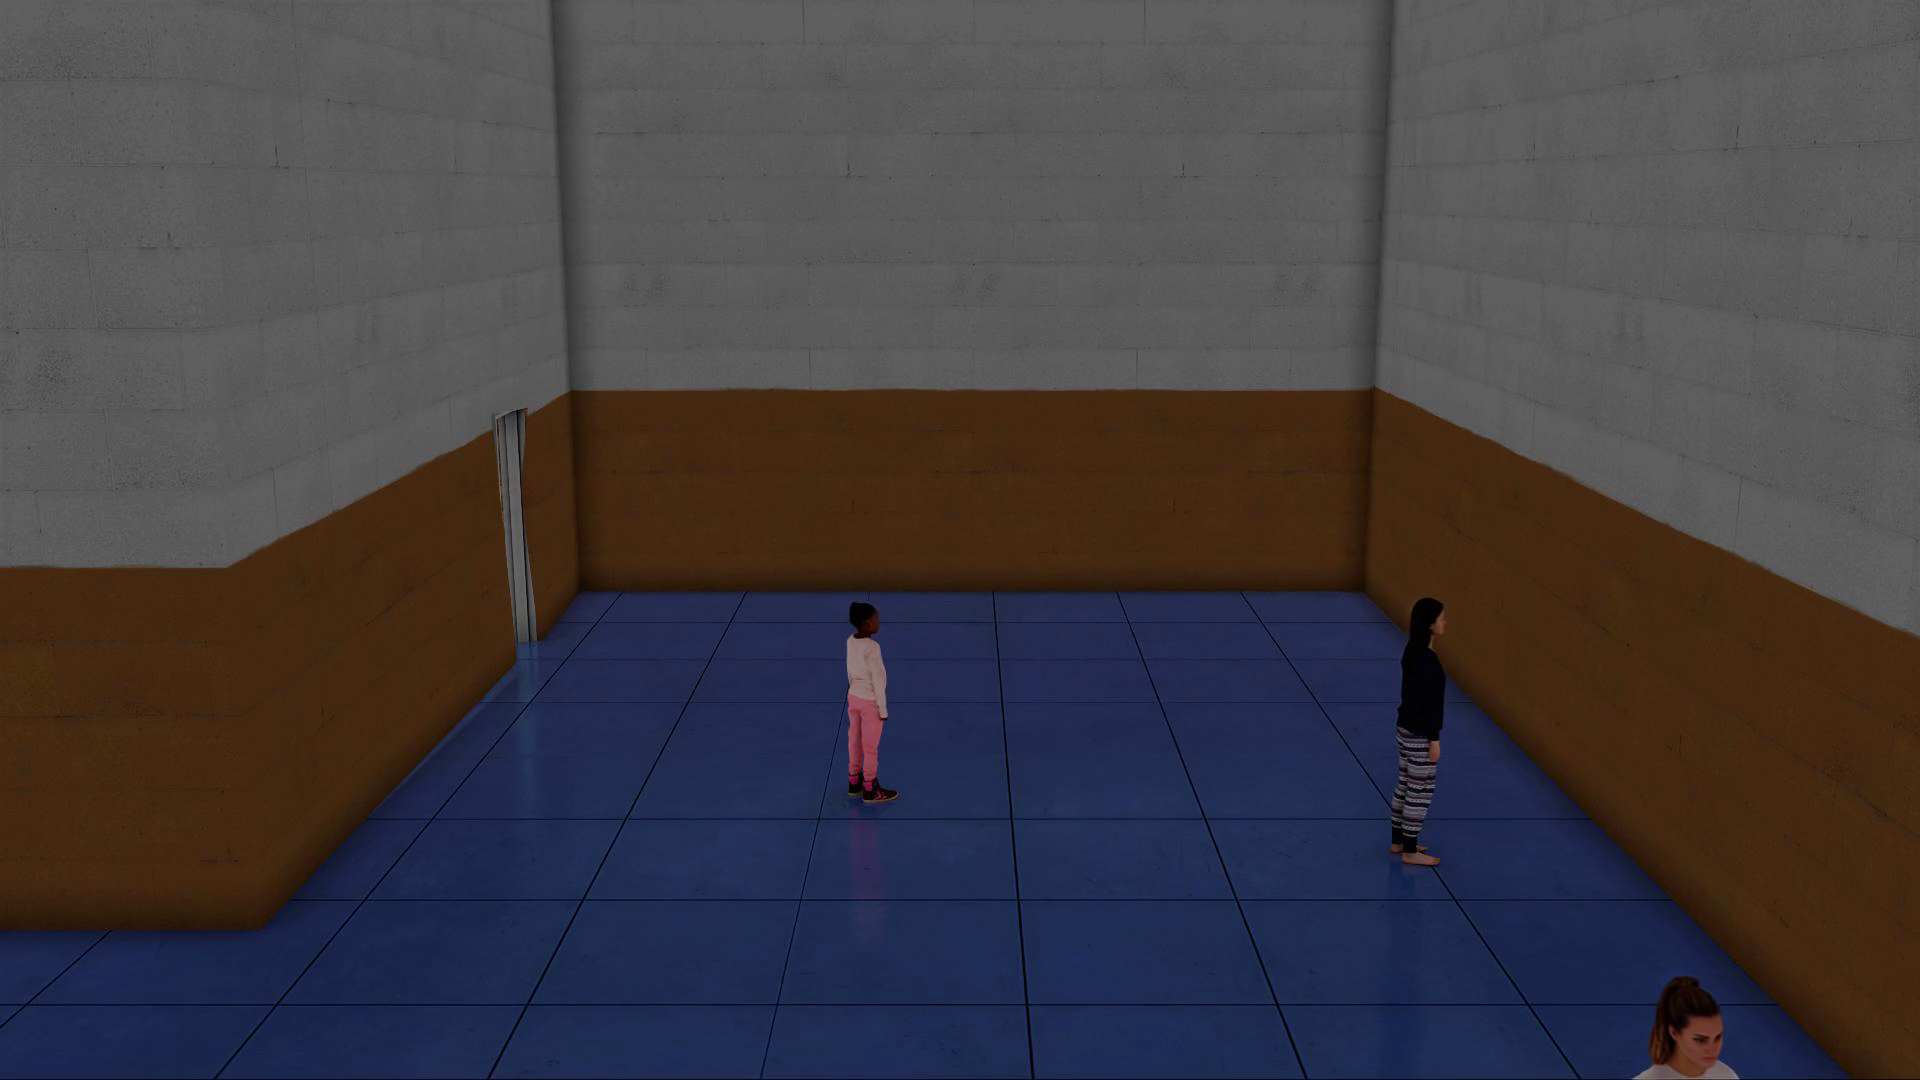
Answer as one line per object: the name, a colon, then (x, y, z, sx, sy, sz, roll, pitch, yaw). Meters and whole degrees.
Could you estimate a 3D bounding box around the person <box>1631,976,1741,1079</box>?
person: (2.379, 2.286, 5.564, 0.559, 1.719, 0.729, -4, 12, -17)

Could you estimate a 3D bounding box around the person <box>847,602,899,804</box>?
person: (-0.665, 1.125, 11.750, 0.665, 1.441, 0.629, -9, 15, -35)

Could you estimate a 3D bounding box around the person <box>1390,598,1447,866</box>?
person: (2.935, 1.209, 10.644, 0.529, 1.734, 0.620, -1, 12, -4)
